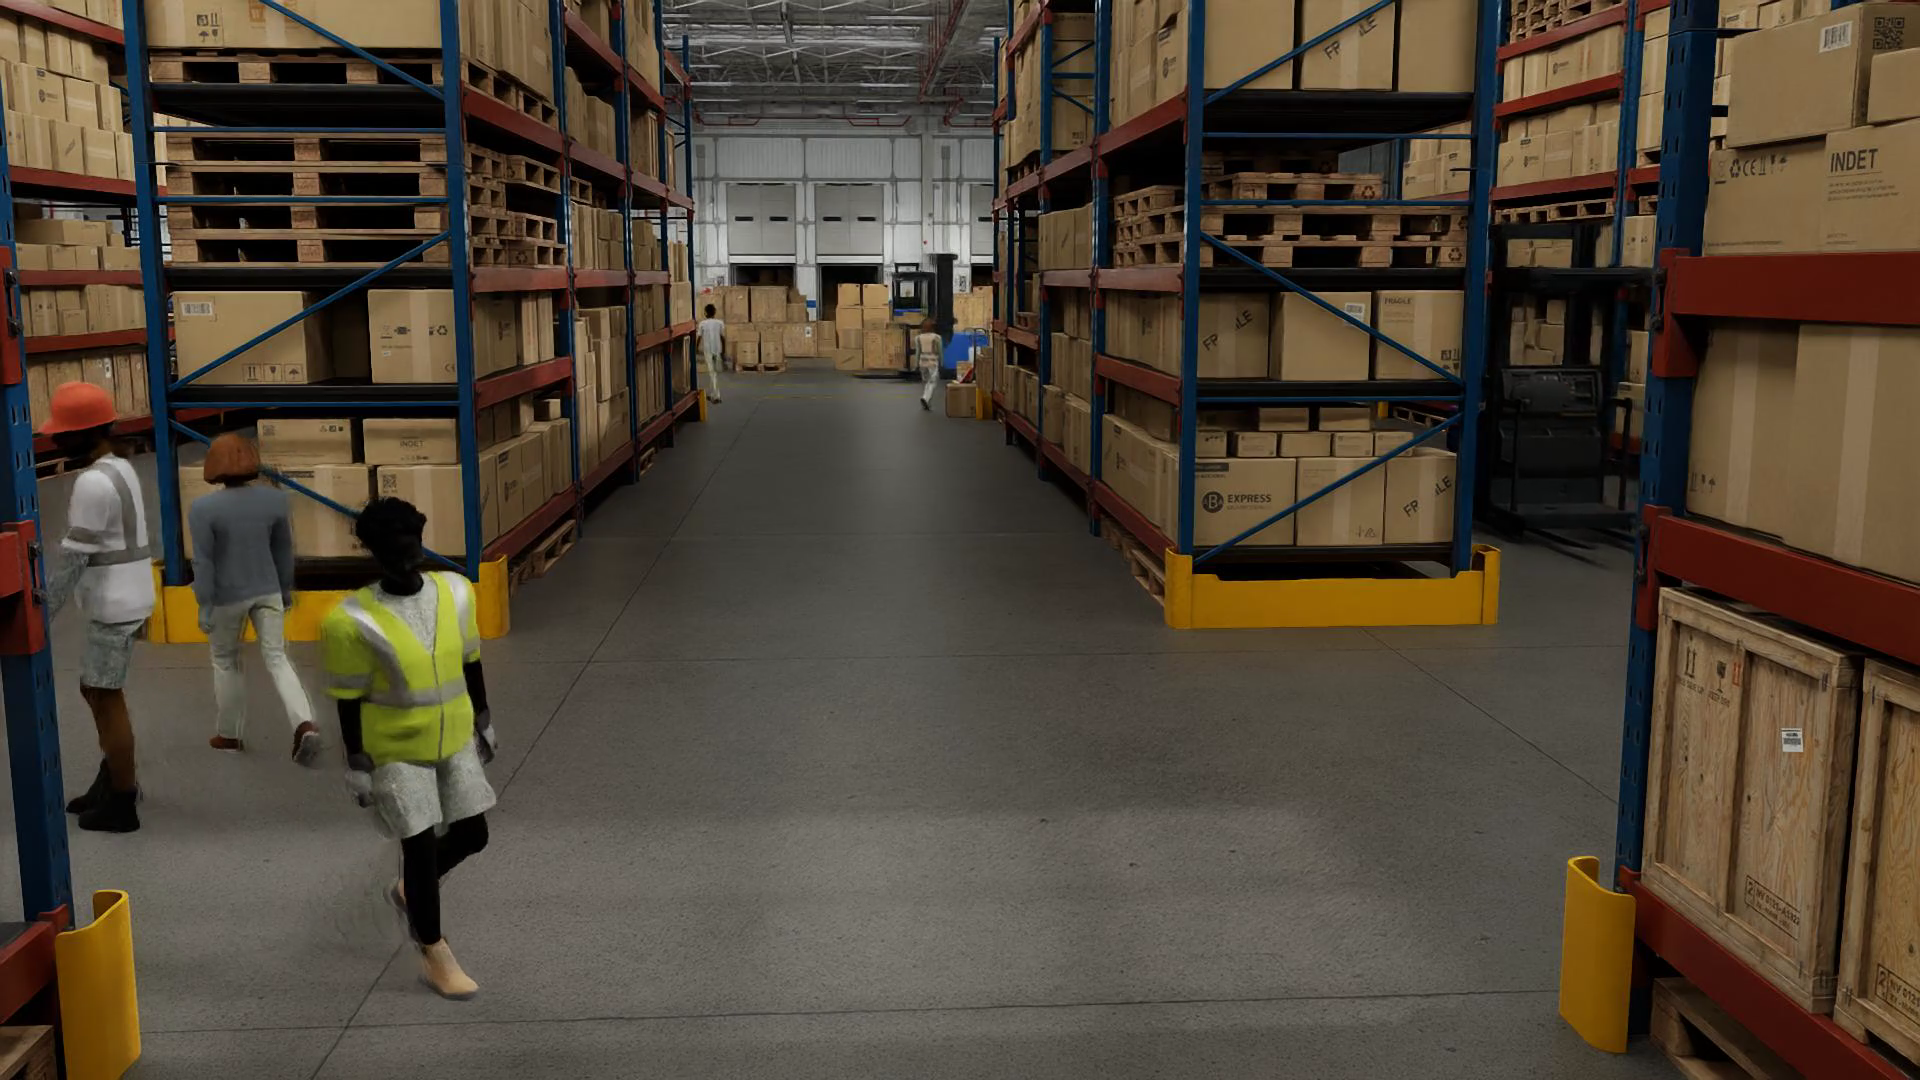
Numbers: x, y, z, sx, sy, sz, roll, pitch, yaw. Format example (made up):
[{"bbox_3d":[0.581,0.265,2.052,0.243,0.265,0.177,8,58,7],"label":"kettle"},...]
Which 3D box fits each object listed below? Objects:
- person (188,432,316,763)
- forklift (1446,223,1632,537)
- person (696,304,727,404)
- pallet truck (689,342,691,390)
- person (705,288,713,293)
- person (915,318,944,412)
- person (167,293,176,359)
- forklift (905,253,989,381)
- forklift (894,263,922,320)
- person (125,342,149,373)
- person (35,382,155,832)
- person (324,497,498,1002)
[{"bbox_3d":[-3.425,0.283,8.052,0.768,1.609,0.516,8,12,41],"label":"person"},{"bbox_3d":[5.353,-1.534,15.462,1.129,2.768,1.873,-1,9,-4],"label":"forklift"},{"bbox_3d":[-4.614,-3.412,30.565,0.543,1.817,0.971,-6,11,-34],"label":"person"},{"bbox_3d":[-5.225,-3.008,27.480,1.885,1.965,0.823,2,9,14],"label":"pallet truck"},{"bbox_3d":[-9.618,-8.676,63.466,1.001,1.880,0.553,2,9,11],"label":"person"},{"bbox_3d":[-0.550,-2.994,28.544,0.523,1.621,0.551,4,10,25],"label":"person"},{"bbox_3d":[-22.175,-5.986,46.436,0.382,1.917,0.585,1,9,8],"label":"person"},{"bbox_3d":[-0.309,-4.918,36.708,1.873,2.768,1.129,-1,9,-5],"label":"forklift"},{"bbox_3d":[-1.987,-9.022,62.479,1.129,2.768,1.873,-1,9,-4],"label":"forklift"},{"bbox_3d":[-17.719,-4.323,35.837,0.612,1.962,0.364,1,9,5],"label":"person"},{"bbox_3d":[-3.695,0.286,7.068,0.500,1.913,0.535,-4,10,-23],"label":"person"},{"bbox_3d":[-1.792,0.666,5.429,0.460,1.665,0.576,7,12,39],"label":"person"}]
